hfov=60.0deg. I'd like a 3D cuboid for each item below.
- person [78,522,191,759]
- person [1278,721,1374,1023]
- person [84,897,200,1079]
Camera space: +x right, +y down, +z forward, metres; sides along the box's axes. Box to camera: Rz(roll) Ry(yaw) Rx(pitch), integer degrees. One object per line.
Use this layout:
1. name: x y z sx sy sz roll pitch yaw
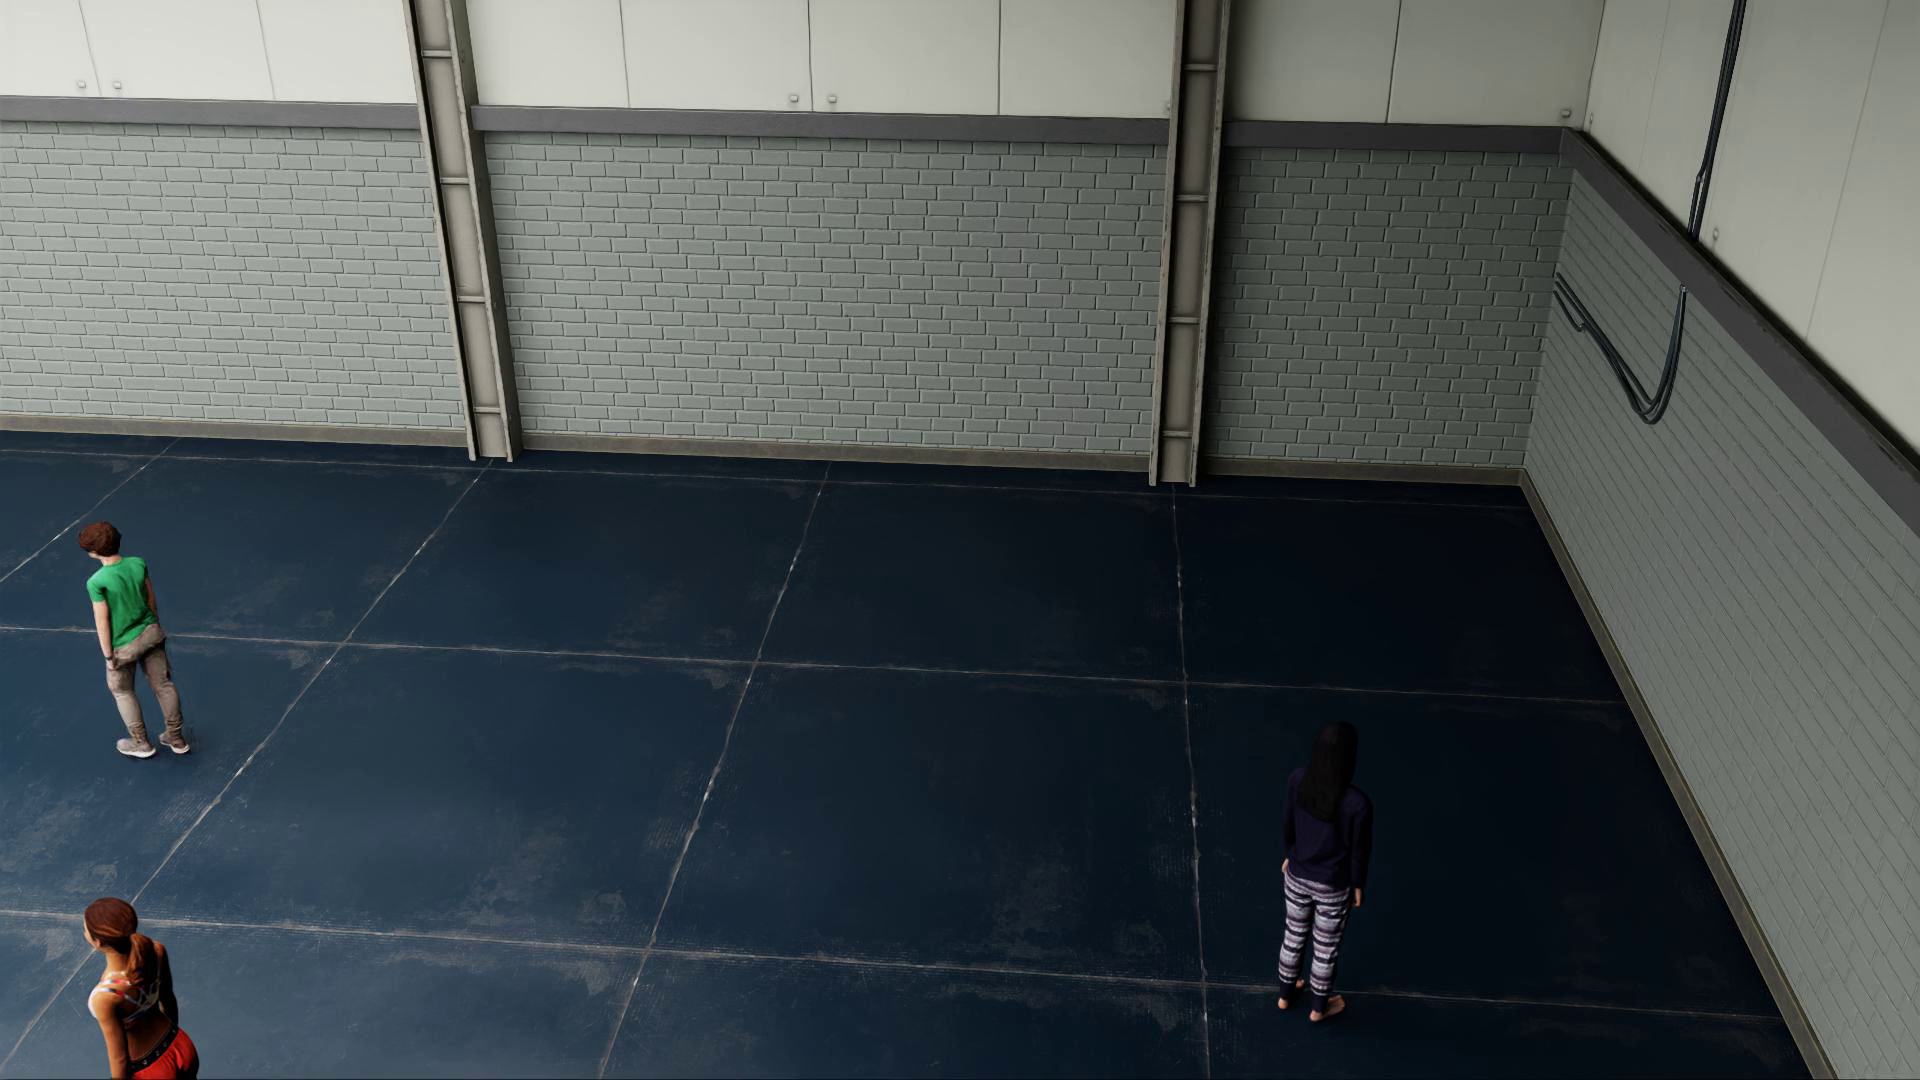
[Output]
1. person: -5.081 0.643 10.312 0.794 1.646 0.760 18 32 31
2. person: 1.792 1.645 8.270 0.638 1.734 0.744 20 33 34
3. person: -3.402 2.244 7.045 0.589 1.791 0.591 5 28 10
